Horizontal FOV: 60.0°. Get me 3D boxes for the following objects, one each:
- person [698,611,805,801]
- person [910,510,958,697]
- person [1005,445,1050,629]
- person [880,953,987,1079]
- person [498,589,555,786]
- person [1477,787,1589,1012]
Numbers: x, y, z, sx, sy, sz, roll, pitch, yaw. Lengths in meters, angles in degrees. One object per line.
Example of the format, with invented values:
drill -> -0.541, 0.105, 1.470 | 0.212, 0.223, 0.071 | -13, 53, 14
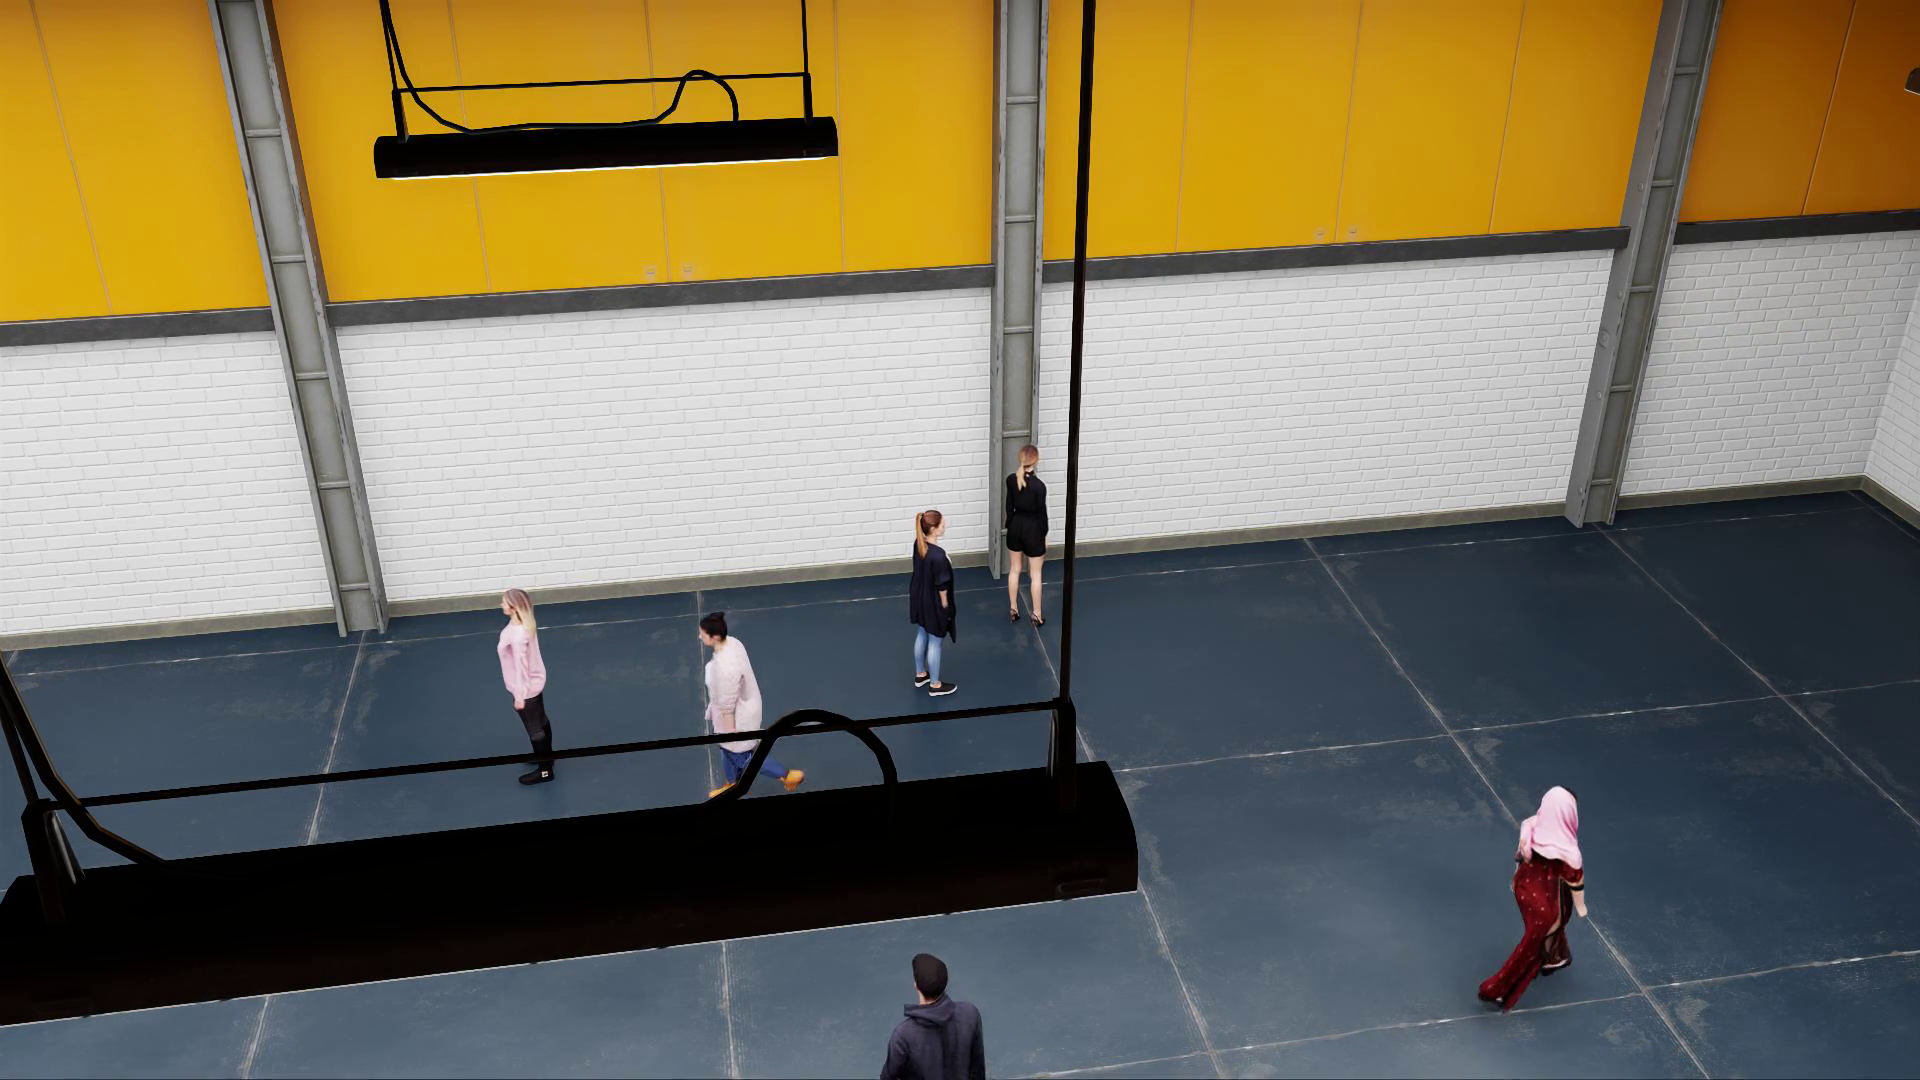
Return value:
person -> -1.577, 1.274, 12.441 | 0.998, 1.705, 0.735 | -2, 29, -3
person -> -0.245, 0.515, 13.856 | 0.688, 1.684, 0.706 | -16, 33, -27
person -> 0.588, -0.033, 14.773 | 0.643, 1.768, 0.716 | 16, 32, 27
person -> -0.076, 3.104, 8.936 | 1.097, 1.850, 1.006 | -17, 33, -28
person -> -3.309, 1.102, 12.776 | 0.557, 1.687, 0.610 | -2, 29, -4
person -> 3.672, 2.319, 10.638 | 1.119, 1.597, 0.779 | -10, 30, -18
